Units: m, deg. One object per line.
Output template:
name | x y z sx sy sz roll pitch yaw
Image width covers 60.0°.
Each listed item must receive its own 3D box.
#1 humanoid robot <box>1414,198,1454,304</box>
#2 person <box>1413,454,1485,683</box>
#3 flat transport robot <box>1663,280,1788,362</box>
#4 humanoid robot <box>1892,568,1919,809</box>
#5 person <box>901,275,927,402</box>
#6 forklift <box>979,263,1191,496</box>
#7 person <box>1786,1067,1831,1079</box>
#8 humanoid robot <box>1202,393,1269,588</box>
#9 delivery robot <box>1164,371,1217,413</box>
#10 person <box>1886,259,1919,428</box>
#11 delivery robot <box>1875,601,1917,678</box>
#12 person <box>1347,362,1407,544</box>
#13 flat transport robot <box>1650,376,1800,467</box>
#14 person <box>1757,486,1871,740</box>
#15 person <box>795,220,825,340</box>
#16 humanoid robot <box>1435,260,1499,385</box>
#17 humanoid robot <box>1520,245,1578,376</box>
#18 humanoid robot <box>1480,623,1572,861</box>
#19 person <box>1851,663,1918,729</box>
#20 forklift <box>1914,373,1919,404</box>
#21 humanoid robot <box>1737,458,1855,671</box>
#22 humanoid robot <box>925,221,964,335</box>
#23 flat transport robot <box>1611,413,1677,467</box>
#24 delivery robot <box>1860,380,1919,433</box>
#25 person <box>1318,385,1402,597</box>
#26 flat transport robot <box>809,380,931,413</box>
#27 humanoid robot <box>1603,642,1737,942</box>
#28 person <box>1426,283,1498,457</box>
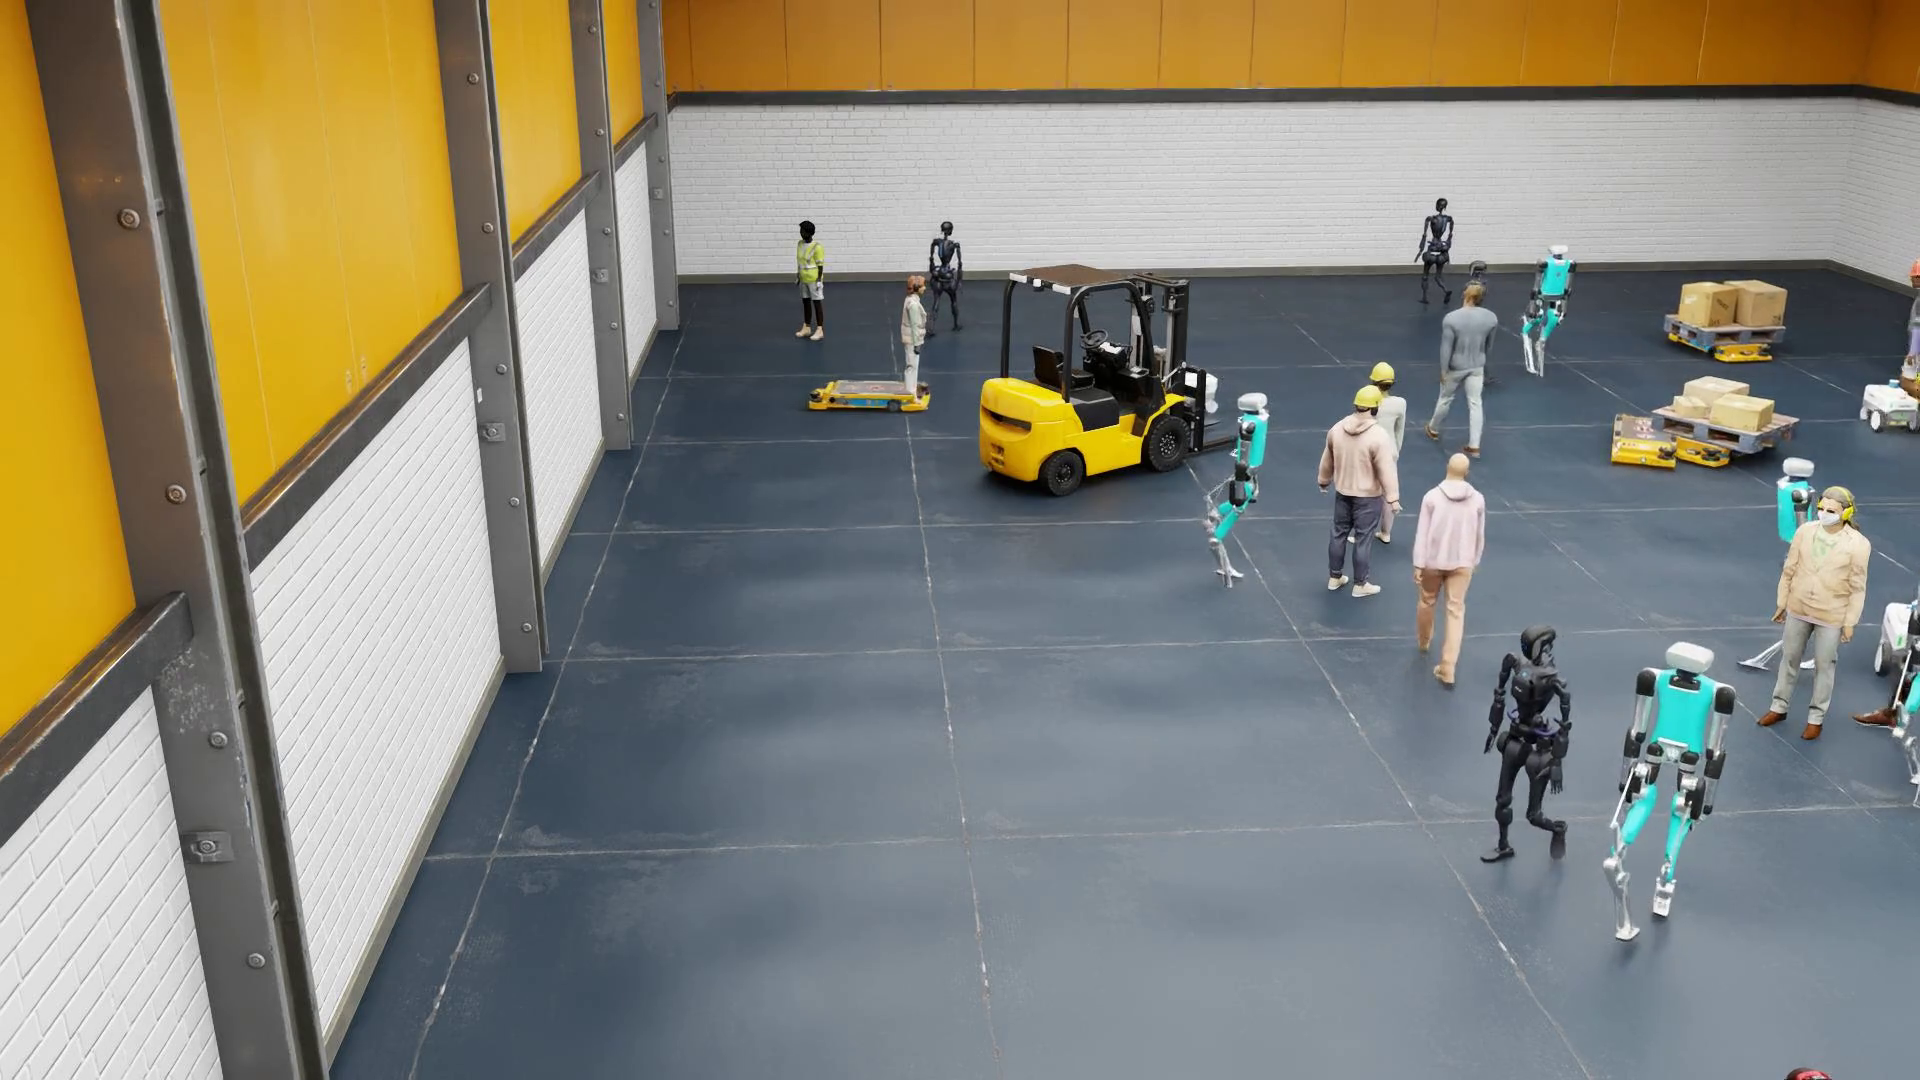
humanoid robot | 7.391 -4.458 25.756 0.607 1.640 0.571 -8 21 -20
person | 3.799 0.183 13.004 0.551 1.725 0.979 3 20 9
flat transport robot | 10.532 -2.719 23.036 0.659 0.231 1.431 -3 20 -9
humanoid robot | 6.451 0.950 11.061 0.762 1.874 0.540 -18 27 -40
person | -0.561 -2.401 20.191 0.313 1.632 0.519 -2 20 -5
forklift | 1.315 -1.764 17.646 2.313 2.155 1.214 -14 24 -33
person | 3.058 2.680 6.316 0.459 1.649 0.317 -12 23 -29
humanoid robot | 2.349 -0.438 14.711 0.704 1.807 0.548 10 22 24
delivery robot | 2.740 -1.809 20.129 0.765 0.585 0.499 -6 21 -15
person | 11.119 -2.219 19.153 0.701 2.010 0.624 14 24 33
delivery robot | 7.493 0.781 13.080 0.499 0.592 0.783 7 21 19
person | 3.912 -0.797 15.624 0.523 1.769 0.313 -7 21 -19
flat transport robot | 8.512 -1.088 18.591 1.431 0.231 0.659 -15 25 -35
person | 6.152 0.506 11.920 0.396 1.875 0.568 -17 26 -38
person | -2.136 -3.692 23.617 0.530 1.693 0.321 19 27 41
humanoid robot | 6.523 -2.746 21.140 0.790 1.633 0.599 7 21 18
humanoid robot | 7.548 -2.947 21.617 0.554 1.863 0.724 -3 20 -8
humanoid robot | 3.547 1.229 10.244 0.527 1.635 0.614 -12 23 -29
person | 7.003 0.617 11.721 0.913 1.805 0.502 8 22 21
forklift | 12.602 -2.435 19.475 2.313 2.155 1.214 -1 20 -4
humanoid robot | 6.606 0.260 12.826 0.881 1.783 0.568 4 21 11
humanoid robot | -0.233 -3.763 23.928 0.586 1.644 0.788 12 23 30
flat transport robot | 7.691 -1.123 18.687 0.659 0.231 1.431 8 22 20
delivery robot | 10.906 -1.560 19.490 0.499 0.614 0.815 1 20 3
person | 3.454 -0.426 14.472 0.423 1.863 0.819 -18 27 -40
flat transport robot | -1.100 -1.767 20.442 1.431 0.231 0.659 1 20 3
humanoid robot | 3.932 1.513 9.382 0.538 1.746 0.971 14 24 33
person | 5.625 -1.919 18.545 0.626 1.873 1.021 -1 20 -2
